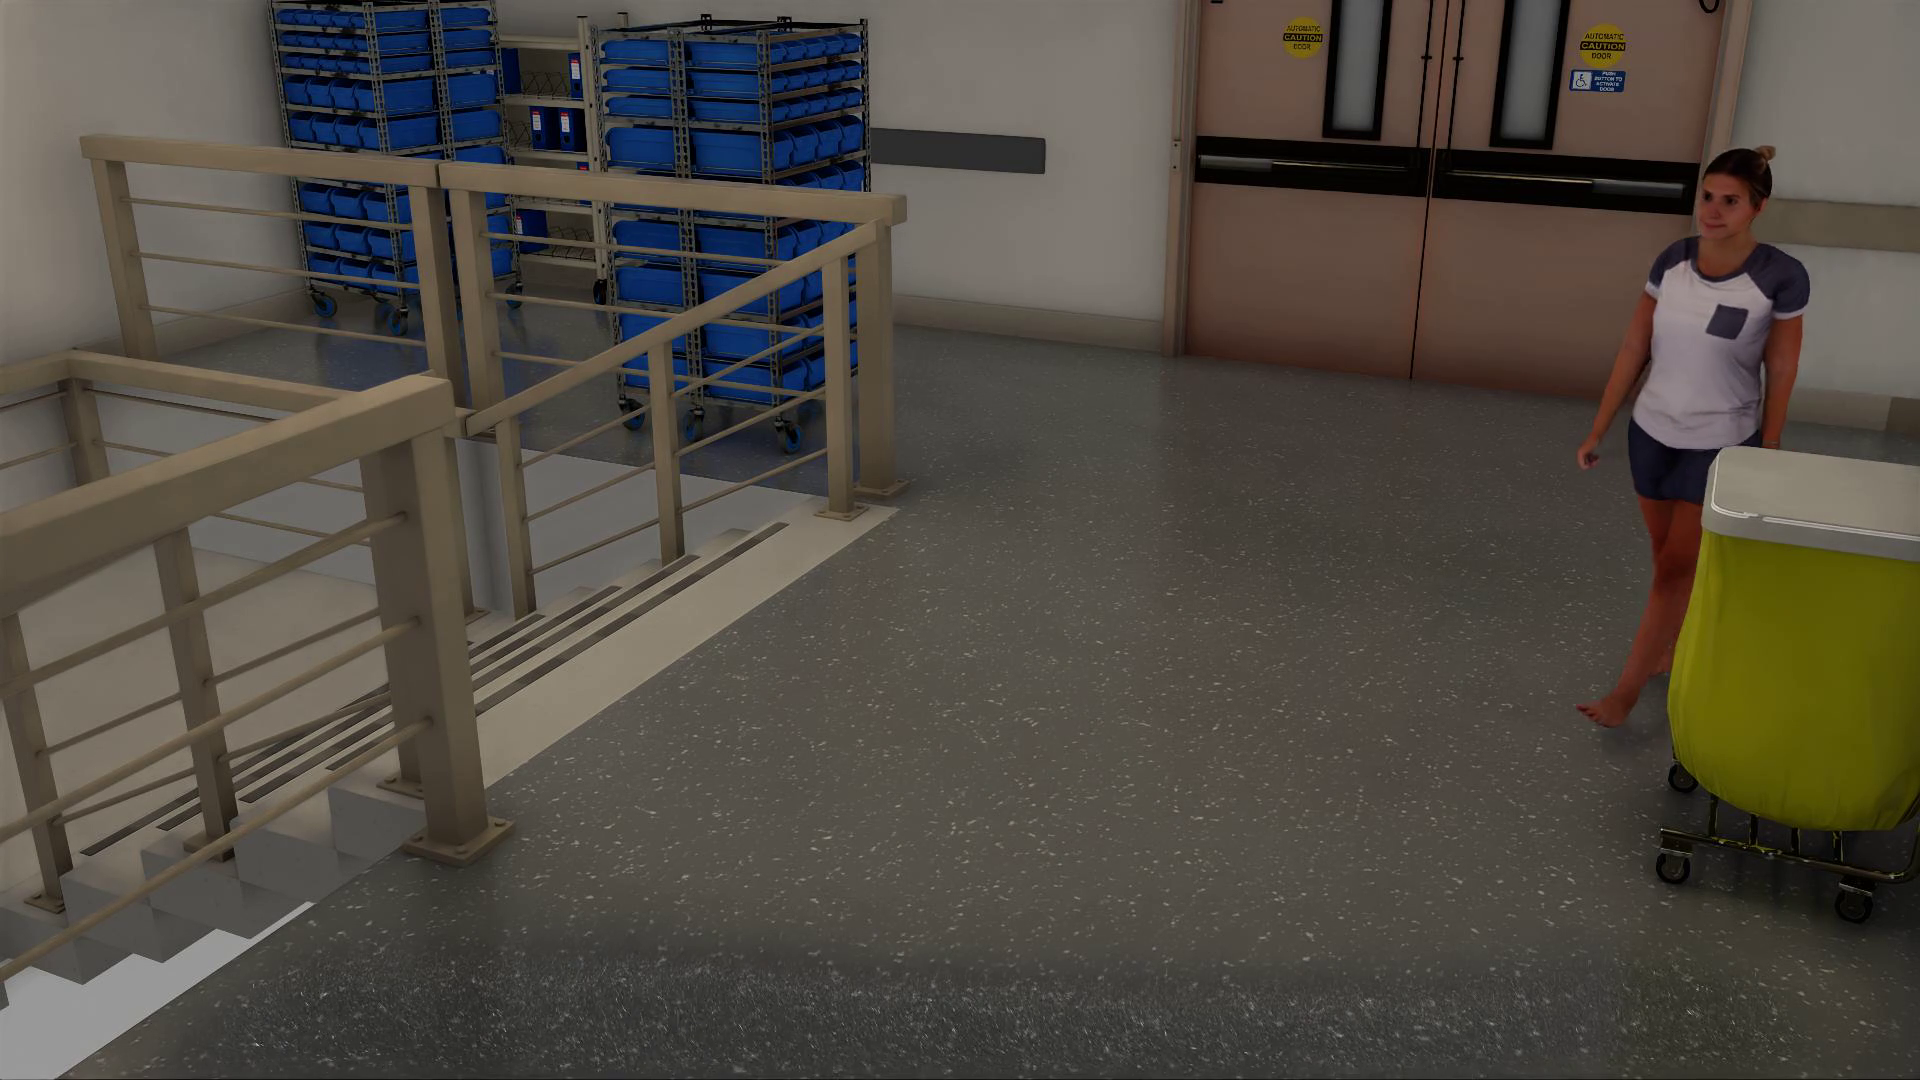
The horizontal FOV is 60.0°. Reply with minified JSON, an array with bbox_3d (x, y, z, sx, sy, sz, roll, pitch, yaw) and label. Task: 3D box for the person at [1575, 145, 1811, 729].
[{"bbox_3d":[2.093,-0.266,4.638,0.988,1.575,1.021,-12,24,-28],"label":"person"}]
